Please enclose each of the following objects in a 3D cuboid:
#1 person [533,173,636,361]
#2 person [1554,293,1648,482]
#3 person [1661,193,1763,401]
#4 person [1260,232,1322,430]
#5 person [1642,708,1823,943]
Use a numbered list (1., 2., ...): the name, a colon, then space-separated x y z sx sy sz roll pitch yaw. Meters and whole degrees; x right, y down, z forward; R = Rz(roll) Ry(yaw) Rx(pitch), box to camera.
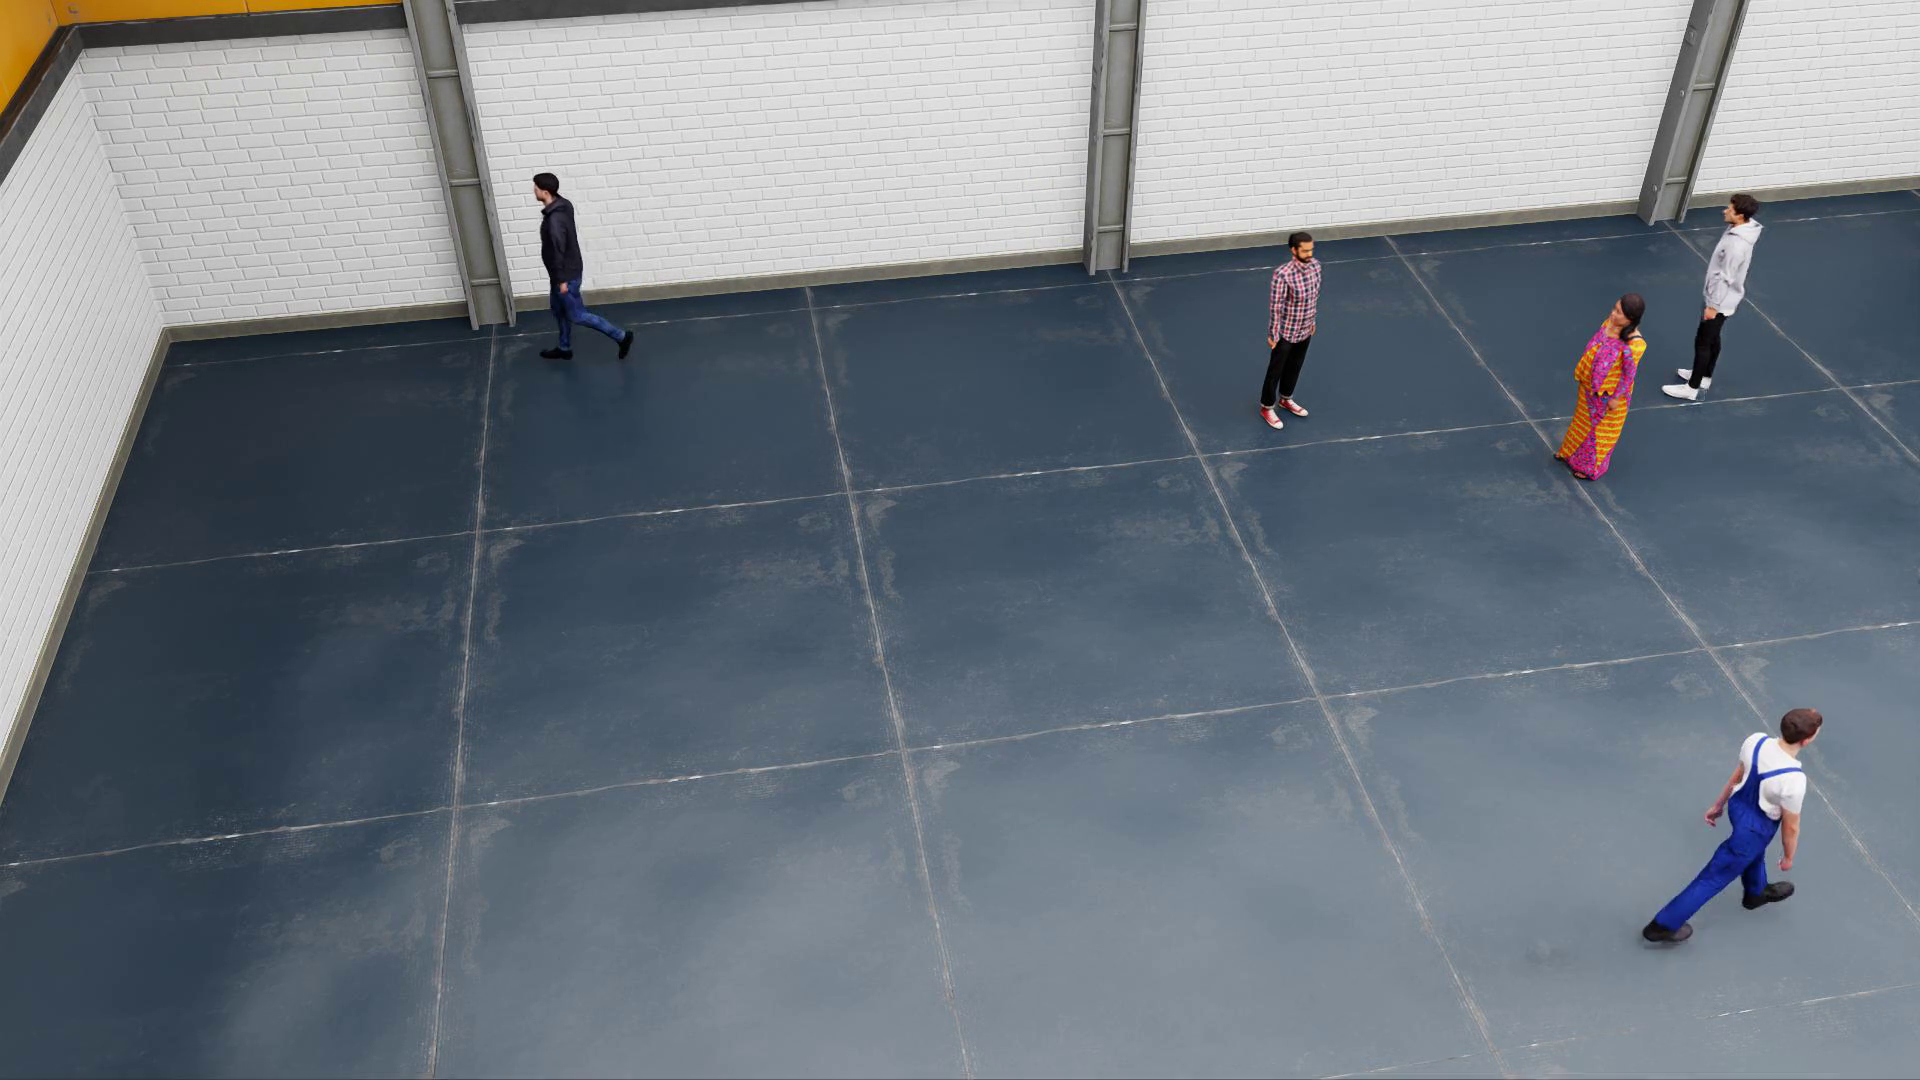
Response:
1. person: -3.396 -2.371 14.727 1.150 1.864 0.748 -2 39 -3
2. person: 5.238 -1.280 13.505 0.677 1.686 0.668 -11 40 -13
3. person: 6.581 -2.096 14.337 0.842 1.921 0.820 18 42 21
4. person: 2.814 -1.809 14.107 0.724 1.761 0.847 -26 46 -29
5. person: 4.499 1.708 9.674 1.279 1.797 0.676 -8 39 -10
